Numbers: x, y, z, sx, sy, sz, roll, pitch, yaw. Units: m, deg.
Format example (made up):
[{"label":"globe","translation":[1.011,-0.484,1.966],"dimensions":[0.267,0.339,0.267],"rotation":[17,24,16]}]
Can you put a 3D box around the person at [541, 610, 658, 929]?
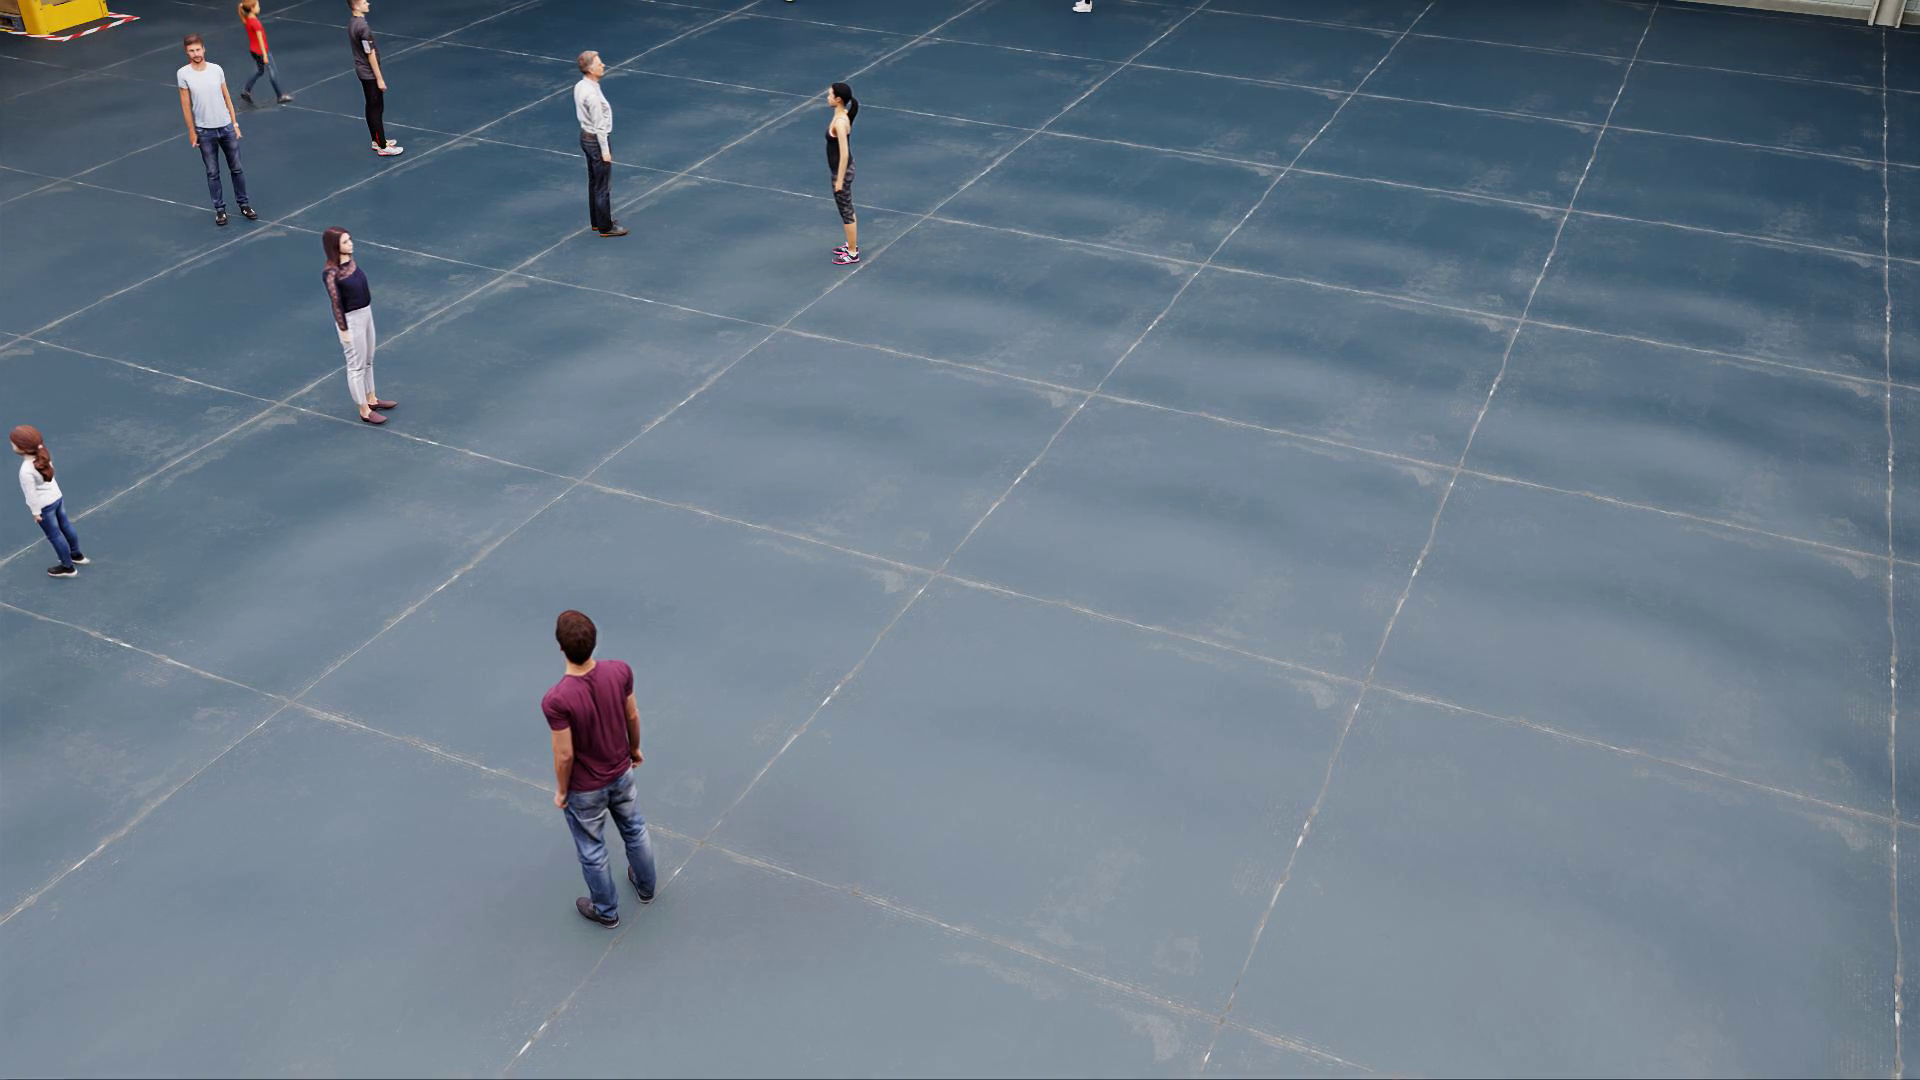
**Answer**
[{"label":"person","translation":[-1.816,1.151,8.330],"dimensions":[0.662,1.851,0.726],"rotation":[28,42,37]}]

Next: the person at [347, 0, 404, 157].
[{"label":"person","translation":[-6.539,-5.170,18.431],"dimensions":[0.782,1.764,0.683],"rotation":[-16,36,-24]}]

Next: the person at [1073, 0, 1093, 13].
[{"label":"person","translation":[1.804,-8.394,23.562],"dimensions":[0.584,1.743,0.605],"rotation":[9,33,14]}]

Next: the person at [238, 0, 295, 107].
[{"label":"person","translation":[-8.453,-5.846,19.947],"dimensions":[0.809,1.291,0.682],"rotation":[26,40,35]}]

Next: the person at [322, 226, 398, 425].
[{"label":"person","translation":[-4.739,-1.702,13.080],"dimensions":[0.660,1.608,0.675],"rotation":[1,32,1]}]

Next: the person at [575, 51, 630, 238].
[{"label":"person","translation":[-3.582,-3.921,16.399],"dimensions":[0.799,1.819,0.706],"rotation":[-16,35,-23]}]

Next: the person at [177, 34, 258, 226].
[{"label":"person","translation":[-7.481,-4.126,16.680],"dimensions":[0.719,1.866,0.720],"rotation":[-19,37,-28]}]

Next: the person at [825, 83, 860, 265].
[{"label":"person","translation":[-1.105,-3.484,15.792],"dimensions":[0.666,1.729,0.656],"rotation":[0,32,-1]}]

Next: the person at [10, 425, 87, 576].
[{"label":"person","translation":[-6.207,-0.285,11.301],"dimensions":[0.556,1.110,0.509],"rotation":[0,32,1]}]
